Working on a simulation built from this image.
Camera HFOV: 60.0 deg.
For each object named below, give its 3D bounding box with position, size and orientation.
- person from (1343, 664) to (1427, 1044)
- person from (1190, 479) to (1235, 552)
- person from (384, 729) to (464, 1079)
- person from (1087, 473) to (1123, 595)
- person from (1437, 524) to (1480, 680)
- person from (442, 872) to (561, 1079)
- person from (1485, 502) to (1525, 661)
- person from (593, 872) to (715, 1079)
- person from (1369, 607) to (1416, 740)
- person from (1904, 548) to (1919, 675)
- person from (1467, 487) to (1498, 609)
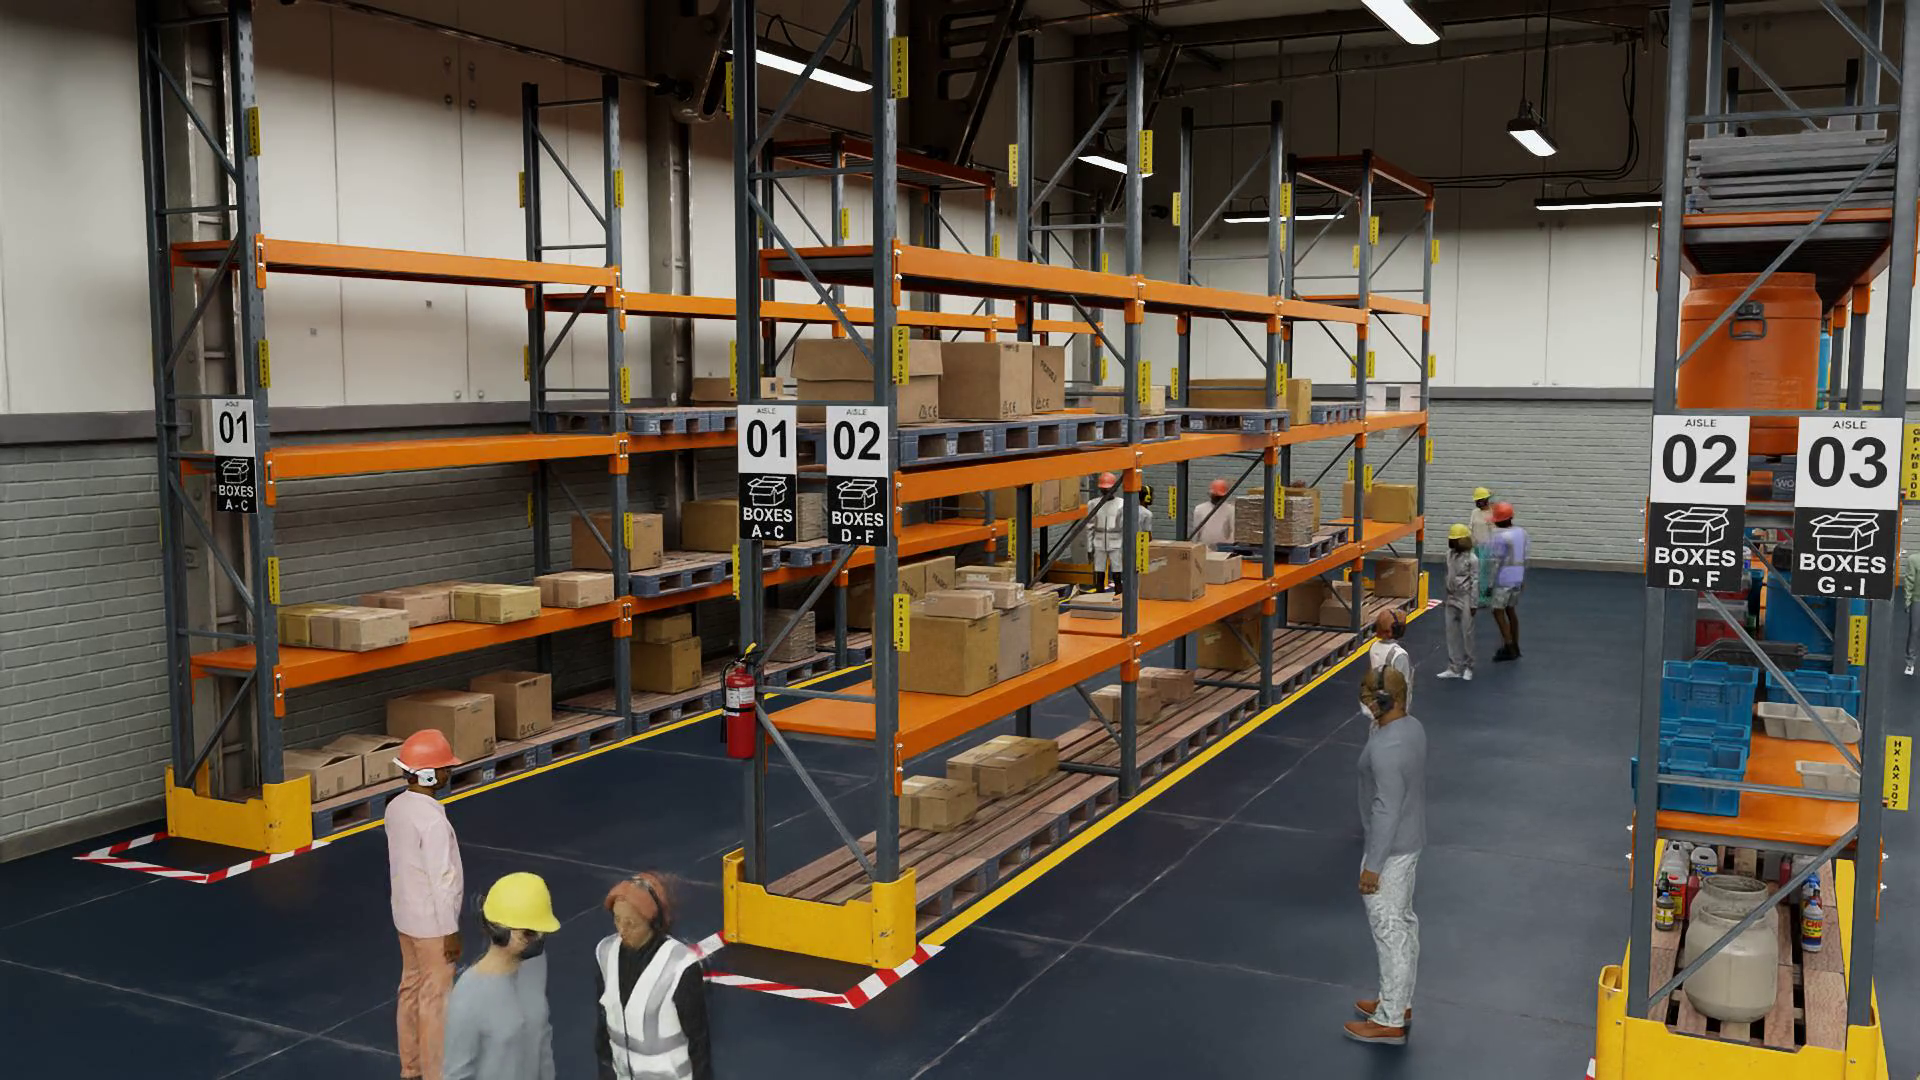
[{"bbox_3d":[2.185,1.593,8.512,0.373,1.935,0.628,3,7,27],"label":"person"},{"bbox_3d":[3.463,0.124,22.752,0.681,1.948,0.841,1,6,5],"label":"person"},{"bbox_3d":[-2.482,1.755,7.805,0.324,1.752,0.563,-5,8,-40],"label":"person"},{"bbox_3d":[2.015,0.098,22.576,0.607,2.035,0.408,2,6,19],"label":"person"},{"bbox_3d":[5.523,0.680,18.365,0.398,1.730,0.500,-3,7,-28],"label":"person"},{"bbox_3d":[-1.626,1.976,5.716,0.584,1.741,0.555,3,6,23],"label":"person"},{"bbox_3d":[6.488,0.478,19.587,0.635,1.892,0.506,-5,8,-40],"label":"person"},{"bbox_3d":[-1.128,1.995,6.067,0.547,1.622,0.363,5,8,40],"label":"person"},{"bbox_3d":[3.228,1.327,12.494,0.307,1.645,0.514,-2,6,-15],"label":"person"},{"bbox_3d":[10.810,0.708,18.562,0.497,1.633,0.287,2,6,20],"label":"person"},{"bbox_3d":[7.387,0.116,23.748,0.501,1.742,0.540,-1,6,-13],"label":"person"}]
